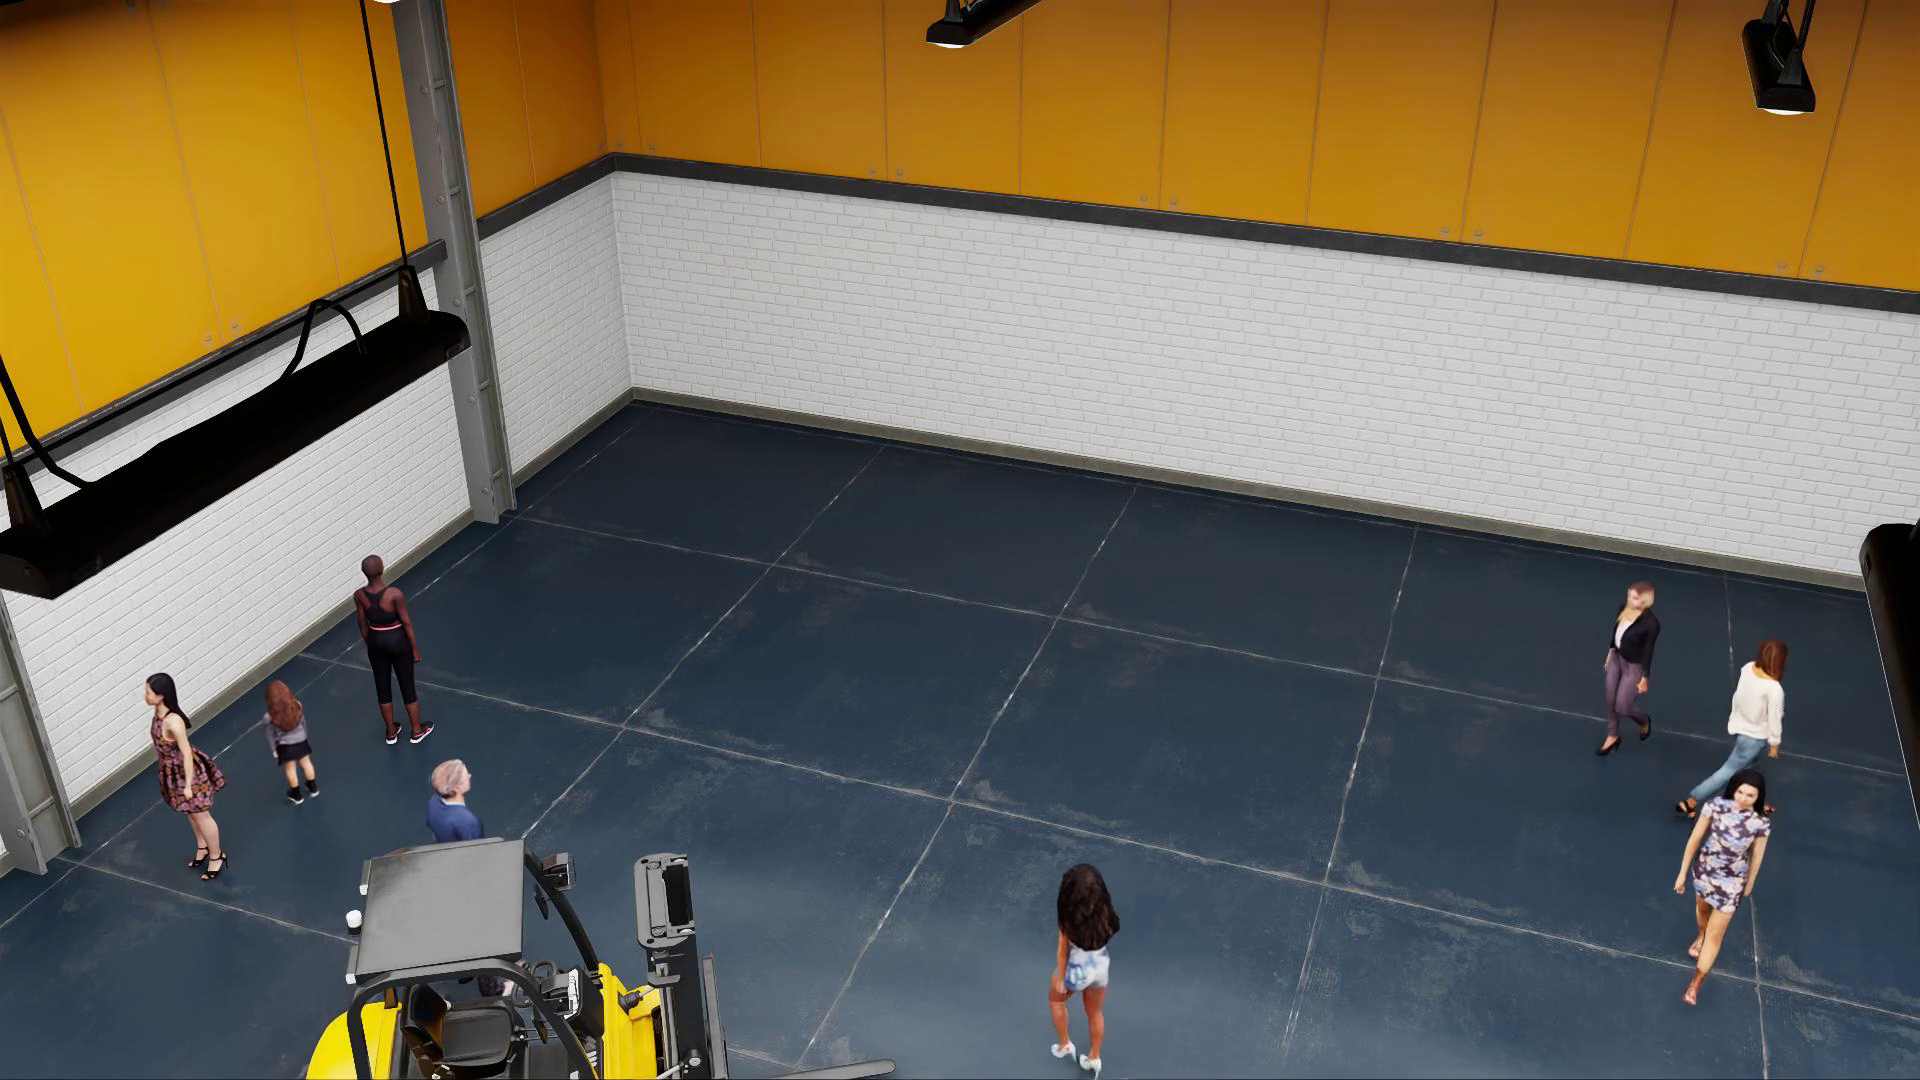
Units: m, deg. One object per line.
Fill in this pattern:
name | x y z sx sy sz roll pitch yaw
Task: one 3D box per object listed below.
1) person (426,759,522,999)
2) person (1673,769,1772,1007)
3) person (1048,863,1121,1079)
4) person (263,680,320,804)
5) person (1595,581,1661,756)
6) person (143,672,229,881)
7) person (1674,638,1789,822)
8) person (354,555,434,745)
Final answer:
person | -3.285 2.255 11.104 0.734 1.870 0.698 25 37 38
person | 5.173 2.253 11.307 0.828 1.680 1.191 20 34 32
person | 0.817 2.762 10.447 0.711 1.609 0.777 -18 33 -29
person | -5.298 1.579 13.143 0.486 1.105 0.588 -25 37 -38
person | 5.502 1.053 13.530 0.893 1.658 0.840 -9 30 -17
person | -5.686 1.724 12.179 0.828 1.773 0.791 -22 36 -35
person | 5.958 1.499 12.731 0.991 1.640 1.114 -2 29 -4
person | -4.713 0.895 13.714 0.656 1.758 0.637 0 29 0
